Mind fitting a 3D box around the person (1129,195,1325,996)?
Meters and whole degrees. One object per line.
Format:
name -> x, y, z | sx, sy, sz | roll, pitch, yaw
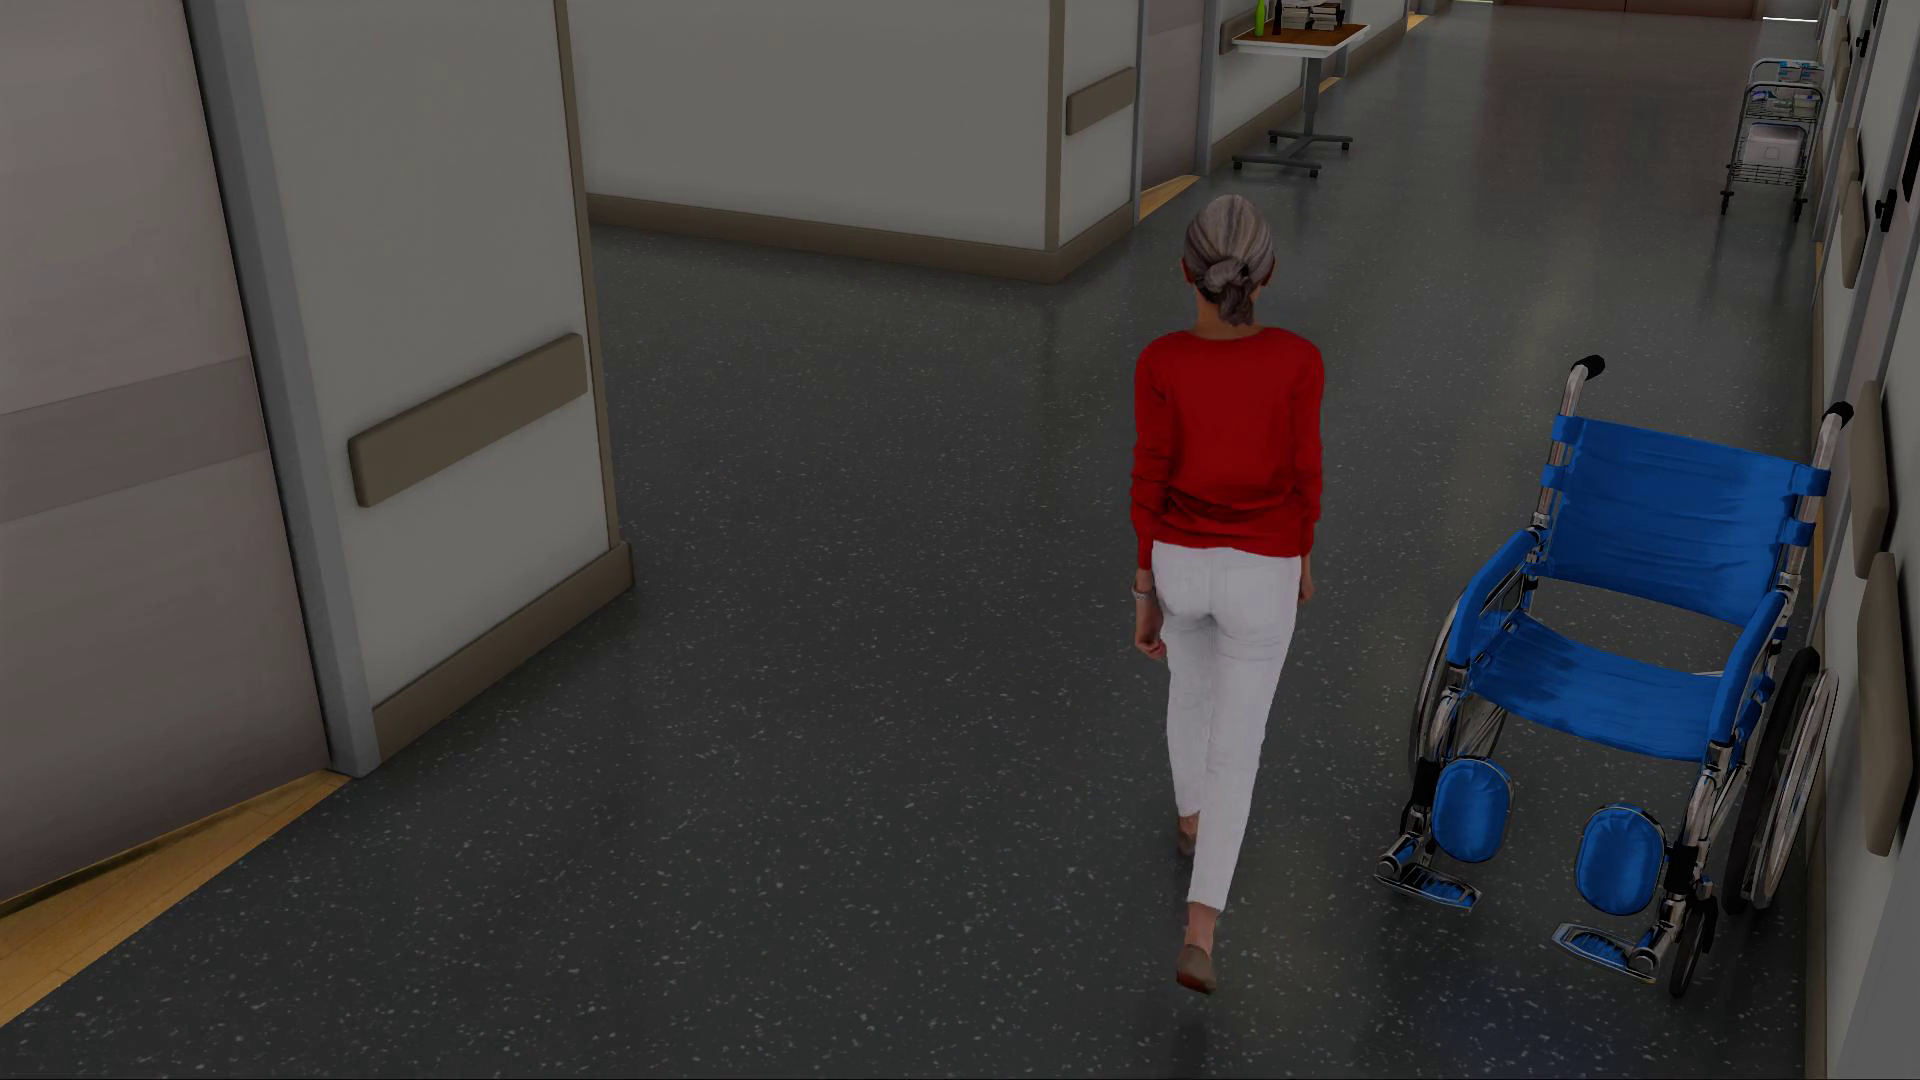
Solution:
person -> 0.544, 0.160, 3.464 | 0.679, 1.654, 1.160 | 7, 27, 13
